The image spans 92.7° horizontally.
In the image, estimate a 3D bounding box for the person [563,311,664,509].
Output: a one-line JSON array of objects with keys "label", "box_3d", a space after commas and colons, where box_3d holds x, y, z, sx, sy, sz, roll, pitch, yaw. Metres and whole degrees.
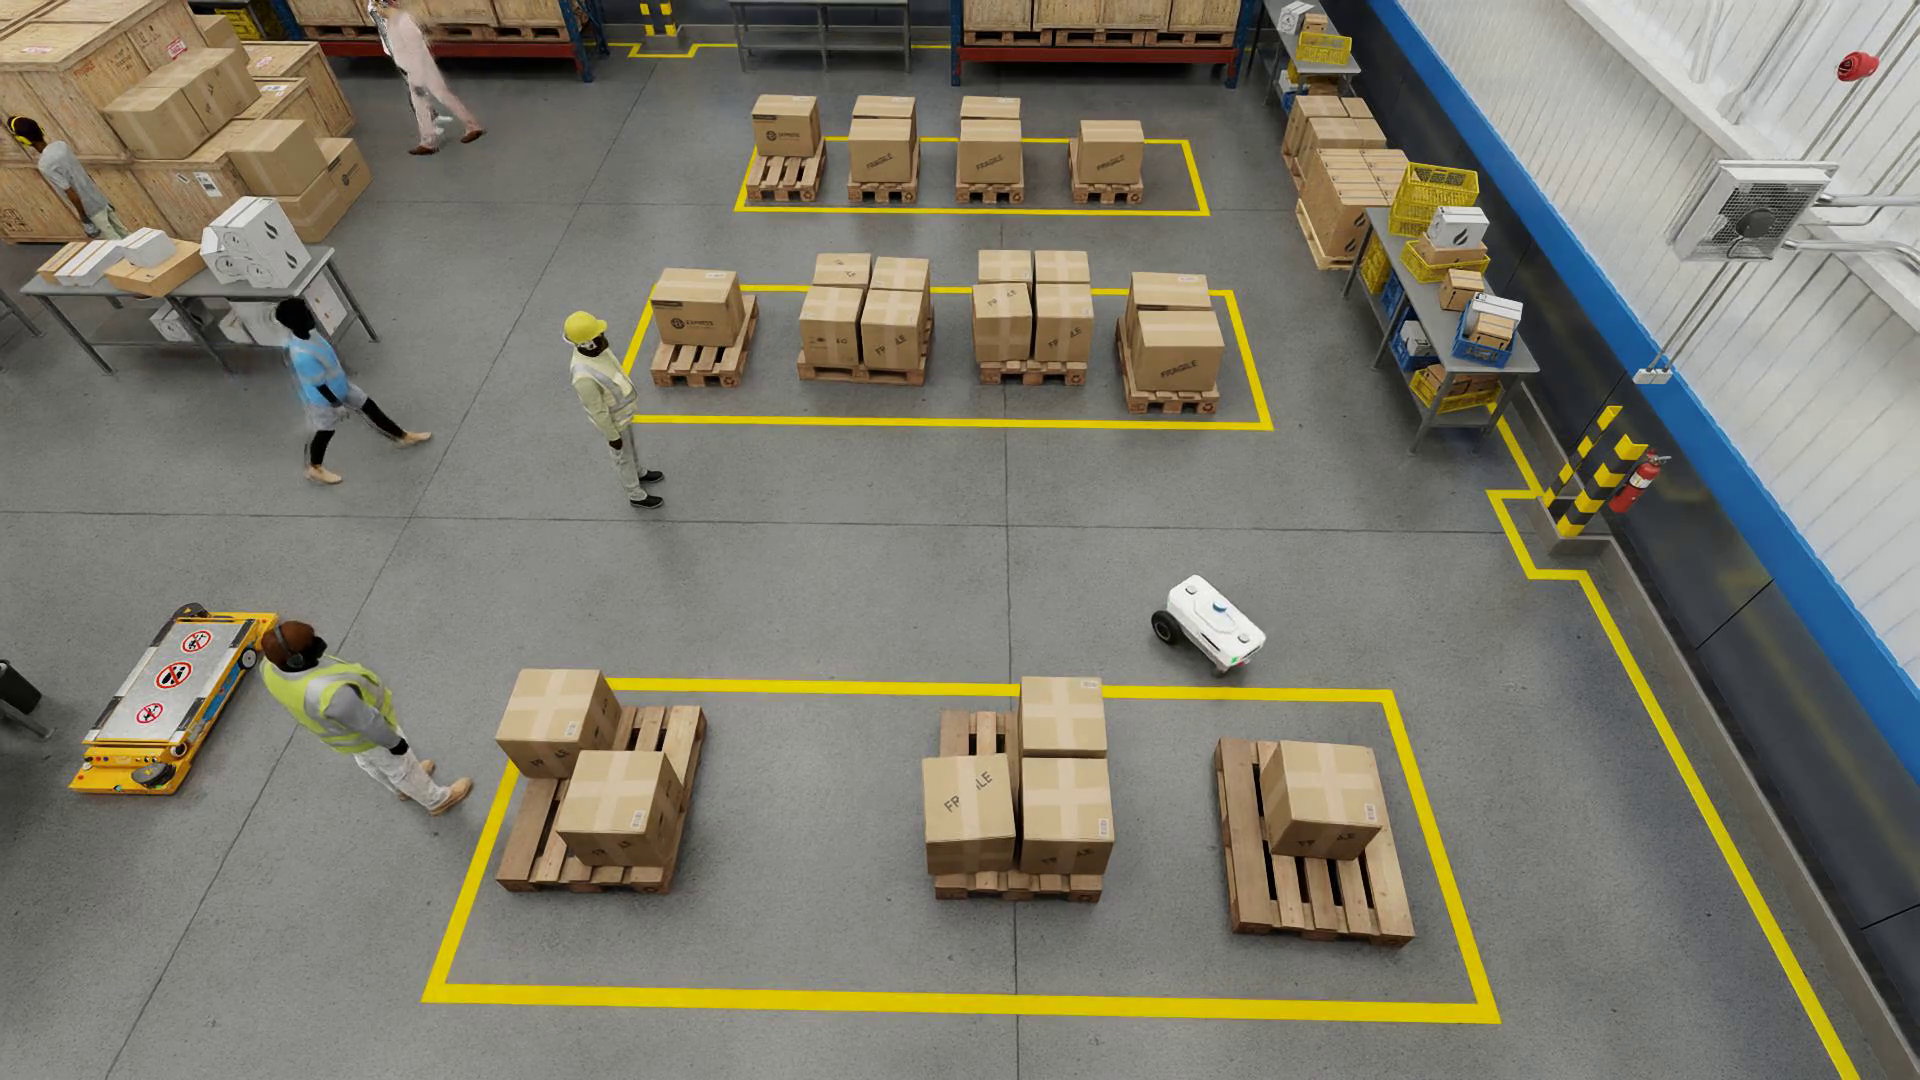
[{"label": "person", "box_3d": [-2.700, -1.004, 7.180, 0.404, 1.836, 0.597, -8, 50, -6]}]

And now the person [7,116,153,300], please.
[{"label": "person", "box_3d": [-8.585, -3.257, 9.069, 0.334, 1.865, 0.517, -10, 51, -9]}]

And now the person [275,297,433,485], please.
[{"label": "person", "box_3d": [-5.209, -1.221, 7.497, 0.977, 1.639, 0.537, -17, 52, -14]}]

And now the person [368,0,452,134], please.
[{"label": "person", "box_3d": [-6.941, -6.081, 11.429, 0.383, 1.912, 0.584, -1, 50, -1]}]

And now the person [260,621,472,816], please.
[{"label": "person", "box_3d": [-3.534, 1.077, 5.419, 0.624, 1.841, 0.430, 21, 53, 17]}]

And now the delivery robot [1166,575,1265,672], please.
[{"label": "delivery robot", "box_3d": [1.833, 0.592, 6.604, 0.477, 0.478, 0.707, -28, 55, -22]}]

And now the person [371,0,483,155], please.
[{"label": "person", "box_3d": [-6.575, -5.665, 11.125, 0.650, 1.856, 0.941, 35, 58, 26]}]

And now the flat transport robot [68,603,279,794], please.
[{"label": "flat transport robot", "box_3d": [-5.504, 1.072, 6.442, 0.652, 0.197, 1.431, 1, 50, 1]}]
